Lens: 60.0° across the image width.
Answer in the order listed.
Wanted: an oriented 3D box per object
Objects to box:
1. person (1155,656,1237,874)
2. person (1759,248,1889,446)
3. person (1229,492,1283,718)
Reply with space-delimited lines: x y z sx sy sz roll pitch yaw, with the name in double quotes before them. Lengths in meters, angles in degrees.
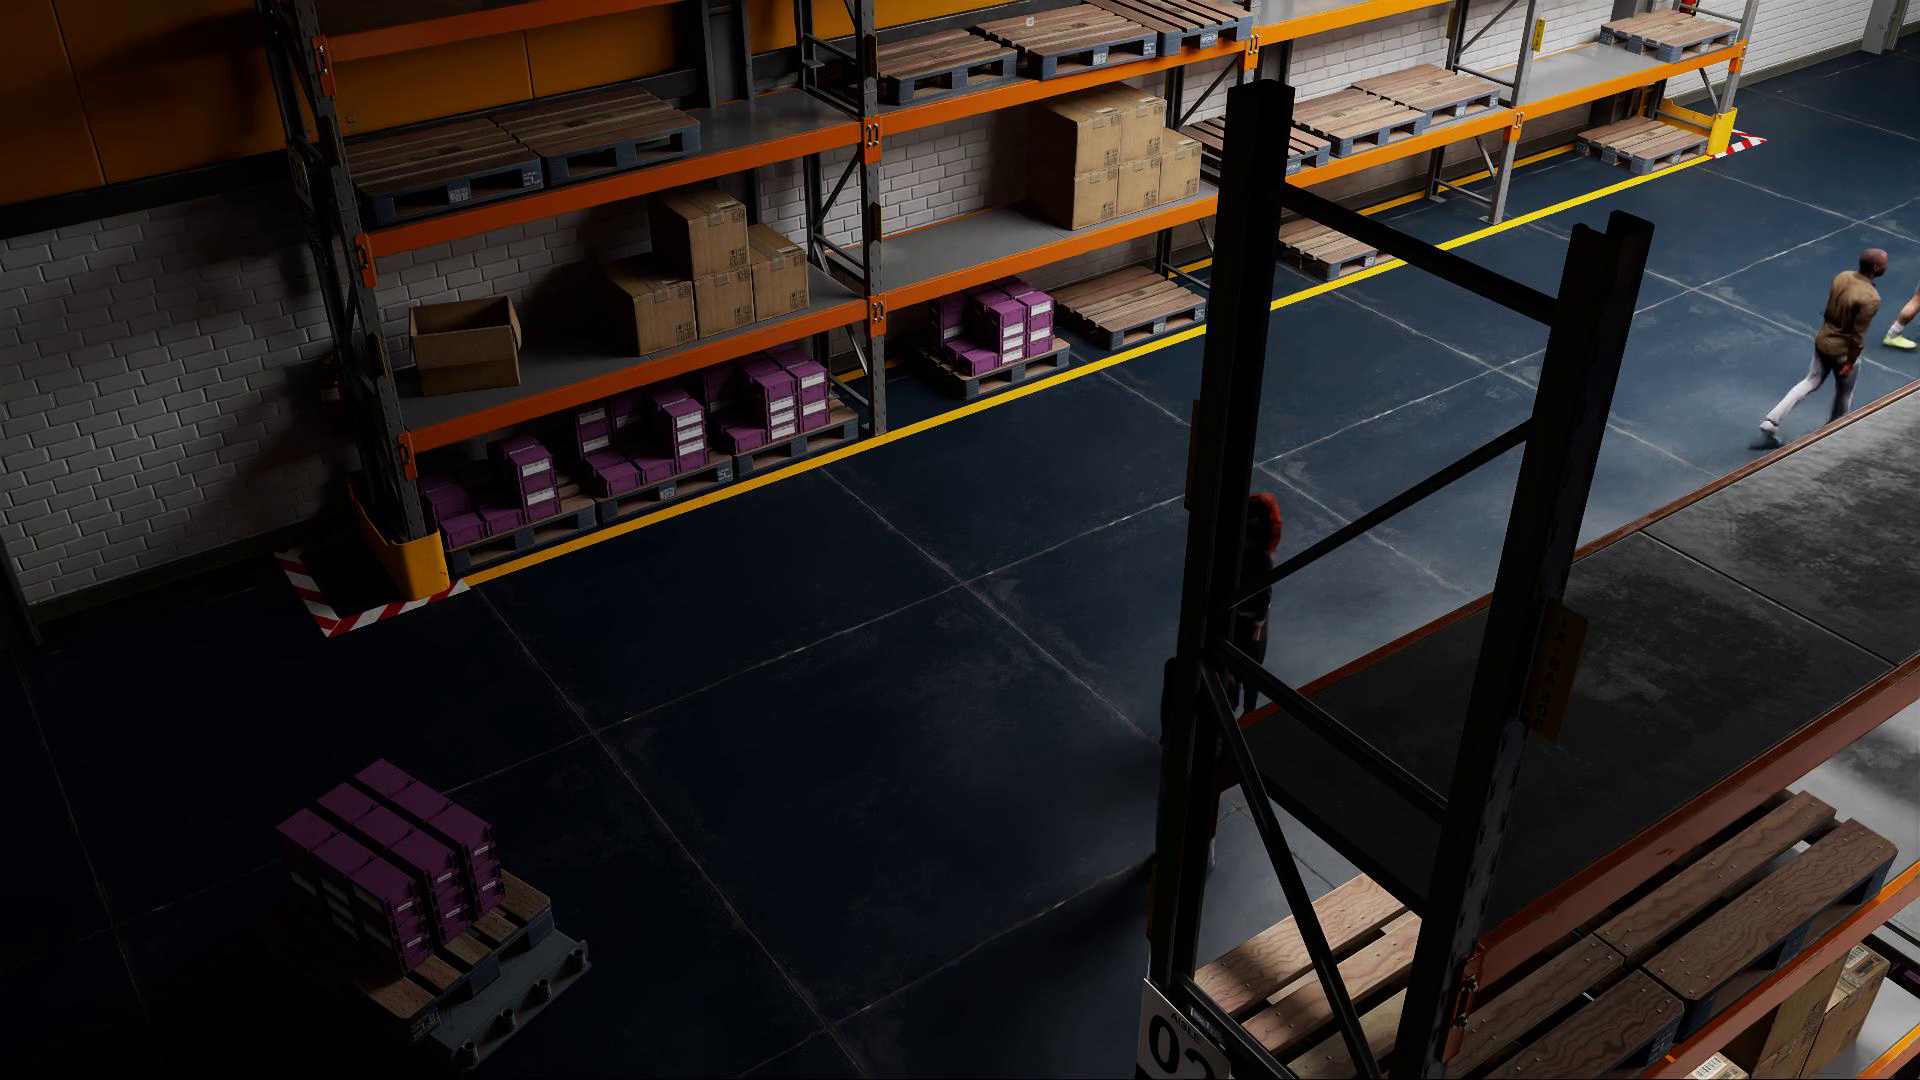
"person" 1.339 1.194 9.556 0.649 1.783 0.646 15 37 22
"person" 7.139 -1.558 13.681 1.230 1.801 1.002 -7 34 -10
"person" 1.844 0.456 10.670 0.603 1.779 0.640 -10 35 -14
